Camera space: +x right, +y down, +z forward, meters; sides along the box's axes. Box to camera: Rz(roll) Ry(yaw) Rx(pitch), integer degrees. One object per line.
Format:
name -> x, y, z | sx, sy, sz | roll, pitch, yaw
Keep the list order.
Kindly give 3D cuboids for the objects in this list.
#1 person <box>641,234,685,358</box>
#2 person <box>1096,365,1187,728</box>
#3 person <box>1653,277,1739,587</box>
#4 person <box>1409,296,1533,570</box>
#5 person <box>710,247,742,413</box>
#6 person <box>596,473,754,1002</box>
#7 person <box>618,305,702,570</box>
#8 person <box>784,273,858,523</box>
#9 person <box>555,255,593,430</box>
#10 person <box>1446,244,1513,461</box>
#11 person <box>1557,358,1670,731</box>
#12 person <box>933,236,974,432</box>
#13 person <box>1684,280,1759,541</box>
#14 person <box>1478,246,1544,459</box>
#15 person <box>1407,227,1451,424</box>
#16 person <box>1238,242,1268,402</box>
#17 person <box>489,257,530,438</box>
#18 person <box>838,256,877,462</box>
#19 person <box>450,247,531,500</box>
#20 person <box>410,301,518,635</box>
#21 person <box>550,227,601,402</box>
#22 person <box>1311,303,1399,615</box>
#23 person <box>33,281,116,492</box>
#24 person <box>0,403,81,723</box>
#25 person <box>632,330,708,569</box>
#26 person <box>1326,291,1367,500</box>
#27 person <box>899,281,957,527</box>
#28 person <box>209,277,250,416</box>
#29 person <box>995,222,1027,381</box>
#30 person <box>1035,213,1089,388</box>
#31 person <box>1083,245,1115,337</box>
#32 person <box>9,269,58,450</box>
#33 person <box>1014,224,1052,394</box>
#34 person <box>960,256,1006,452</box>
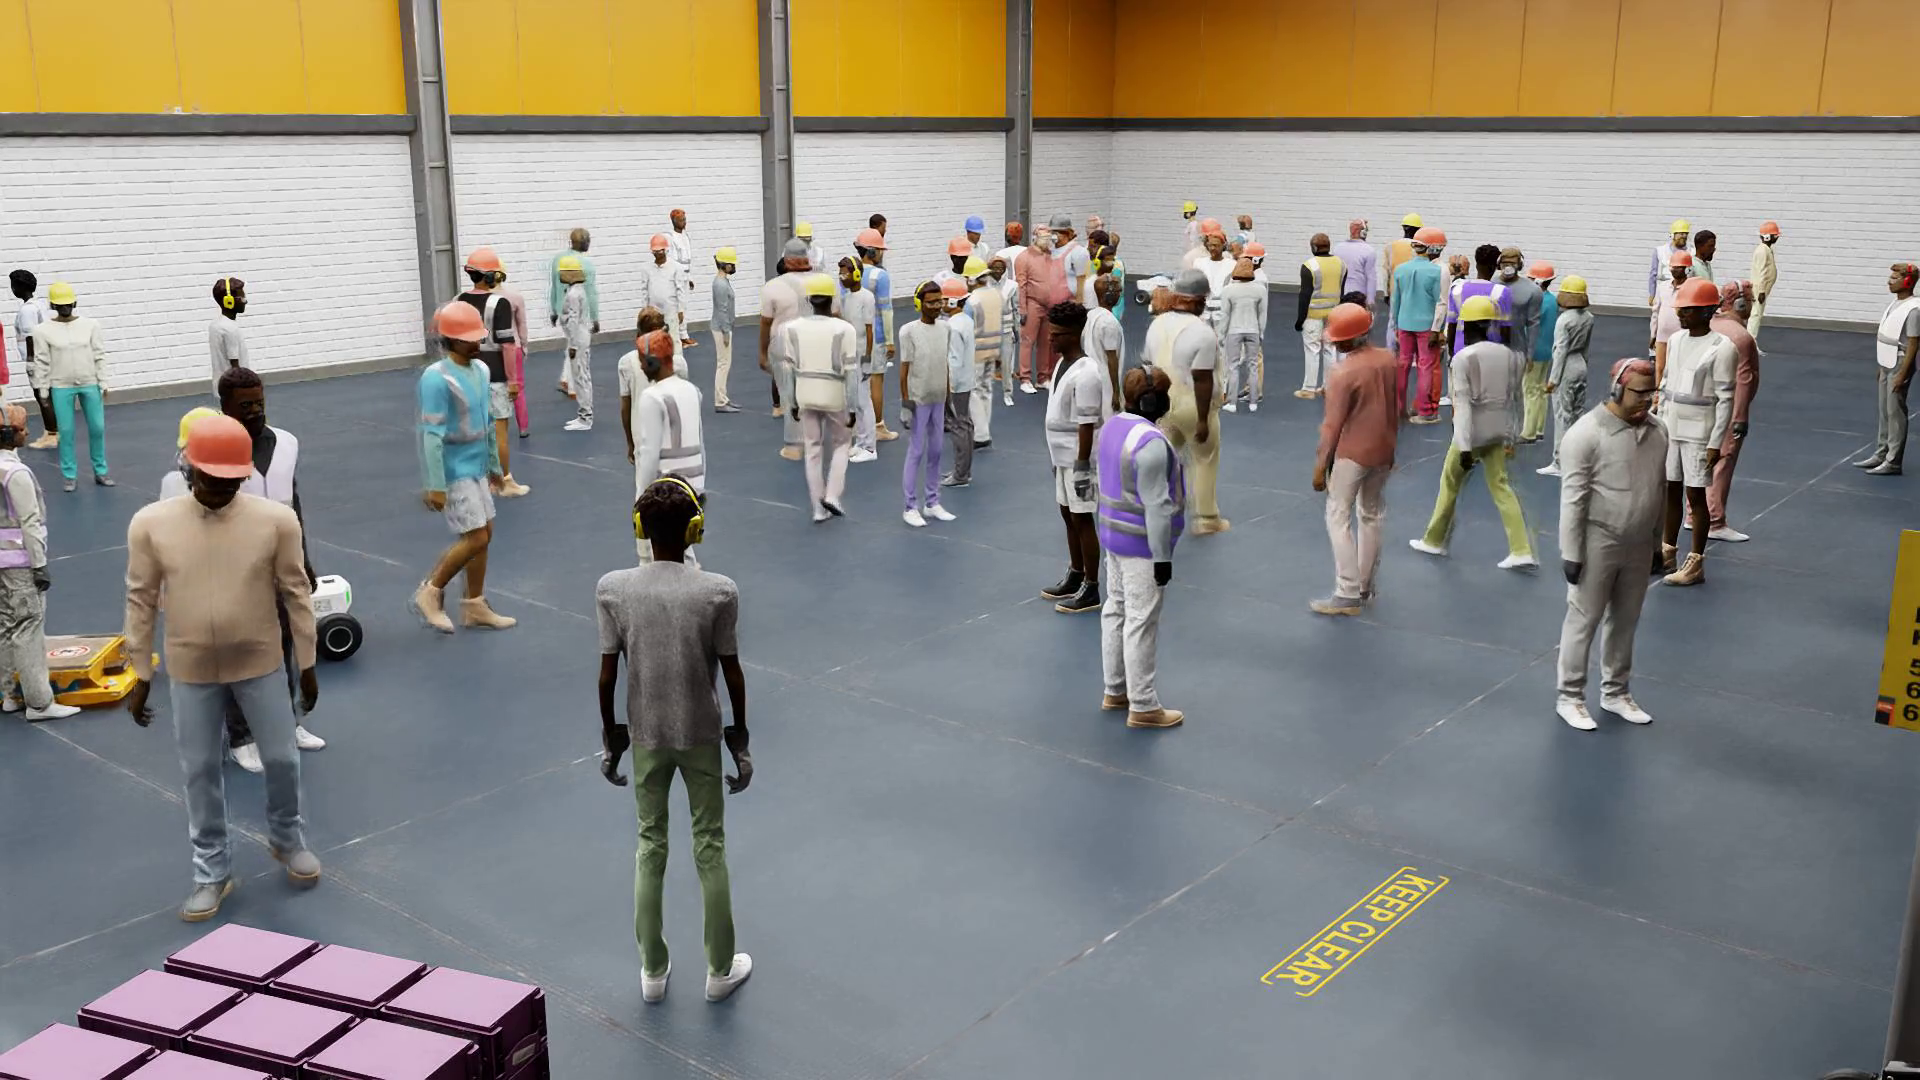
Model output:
person -> -3.542, -2.757, 19.795 | 0.565, 1.745, 0.356 | 4, 15, 16
person -> 0.925, 0.029, 8.463 | 0.430, 1.845, 0.619 | -5, 15, -18
person -> 4.799, -0.711, 11.009 | 0.387, 2.041, 0.615 | -4, 15, -16
person -> 3.610, -0.737, 11.484 | 0.600, 1.876, 1.007 | -7, 16, -27
person -> -2.479, -2.222, 17.642 | 0.342, 1.754, 0.531 | -2, 14, -8
person -> -0.980, 0.694, 5.748 | 0.537, 1.869, 0.312 | 1, 14, 2
person -> -2.016, -0.646, 11.151 | 0.507, 1.847, 0.346 | 4, 14, 14
person -> -1.054, -1.078, 12.739 | 0.595, 1.910, 0.418 | 3, 14, 11
person -> -3.872, -1.980, 16.707 | 0.315, 1.737, 0.488 | -2, 14, -7
person -> 4.712, -1.700, 15.116 | 0.607, 1.966, 0.373 | 12, 19, 40
person -> 3.296, 0.025, 8.377 | 0.649, 1.896, 0.400 | -6, 15, -22
person -> -0.008, -2.044, 16.548 | 0.546, 1.939, 0.375 | -7, 16, -26
person -> 5.647, -0.955, 12.264 | 0.409, 1.909, 0.641 | -1, 14, -3
person -> 4.969, -1.715, 15.237 | 0.630, 1.939, 0.373 | 6, 15, 22
person -> 4.789, -2.194, 17.031 | 0.376, 1.997, 0.612 | -1, 14, -5
person -> 3.218, -2.405, 18.367 | 0.326, 1.752, 0.561 | 0, 14, 0
person -> -4.448, -1.851, 16.126 | 0.522, 1.769, 0.318 | -6, 15, -22
person -> -0.939, -1.640, 15.111 | 0.344, 1.857, 0.514 | -8, 16, -30
person -> -3.843, -1.350, 13.562 | 0.609, 2.044, 0.396 | 7, 15, 25
person -> -2.942, -0.420, 9.883 | 0.467, 2.020, 0.639 | 1, 14, 5
person -> -4.226, -2.476, 18.336 | 0.667, 1.916, 0.441 | 12, 18, 40
person -> 2.492, -0.505, 10.388 | 0.728, 1.949, 0.388 | -11, 18, -36
person -> -7.377, -1.275, 13.860 | 0.529, 1.757, 0.356 | -11, 18, -38
person -> -4.824, 0.118, 8.515 | 0.518, 1.639, 0.312 | 11, 18, 36
person -> -1.629, -0.259, 9.578 | 0.545, 1.865, 0.805 | 4, 15, 16
person -> 3.175, -1.189, 13.622 | 0.316, 1.696, 0.541 | 2, 14, 8
person -> -0.241, -1.044, 12.697 | 0.534, 1.868, 0.310 | -12, 19, -41
person -> -5.609, -1.093, 12.891 | 0.315, 1.869, 0.526 | -10, 17, -35
person -> 0.642, -2.834, 19.823 | 0.574, 1.883, 0.356 | -9, 17, -33
person -> 1.127, -2.715, 19.025 | 0.536, 2.000, 0.688 | -11, 18, -37
person -> 1.417, -1.999, 16.539 | 0.382, 1.855, 0.569 | 8, 16, 28
person -> -8.718, -1.708, 15.718 | 0.319, 1.687, 0.539 | -5, 15, -18
person -> 0.916, -2.637, 18.985 | 0.638, 1.909, 0.408 | -12, 18, -40
person -> 0.177, -1.728, 15.542 | 0.429, 1.816, 0.602 | 12, 18, 39
